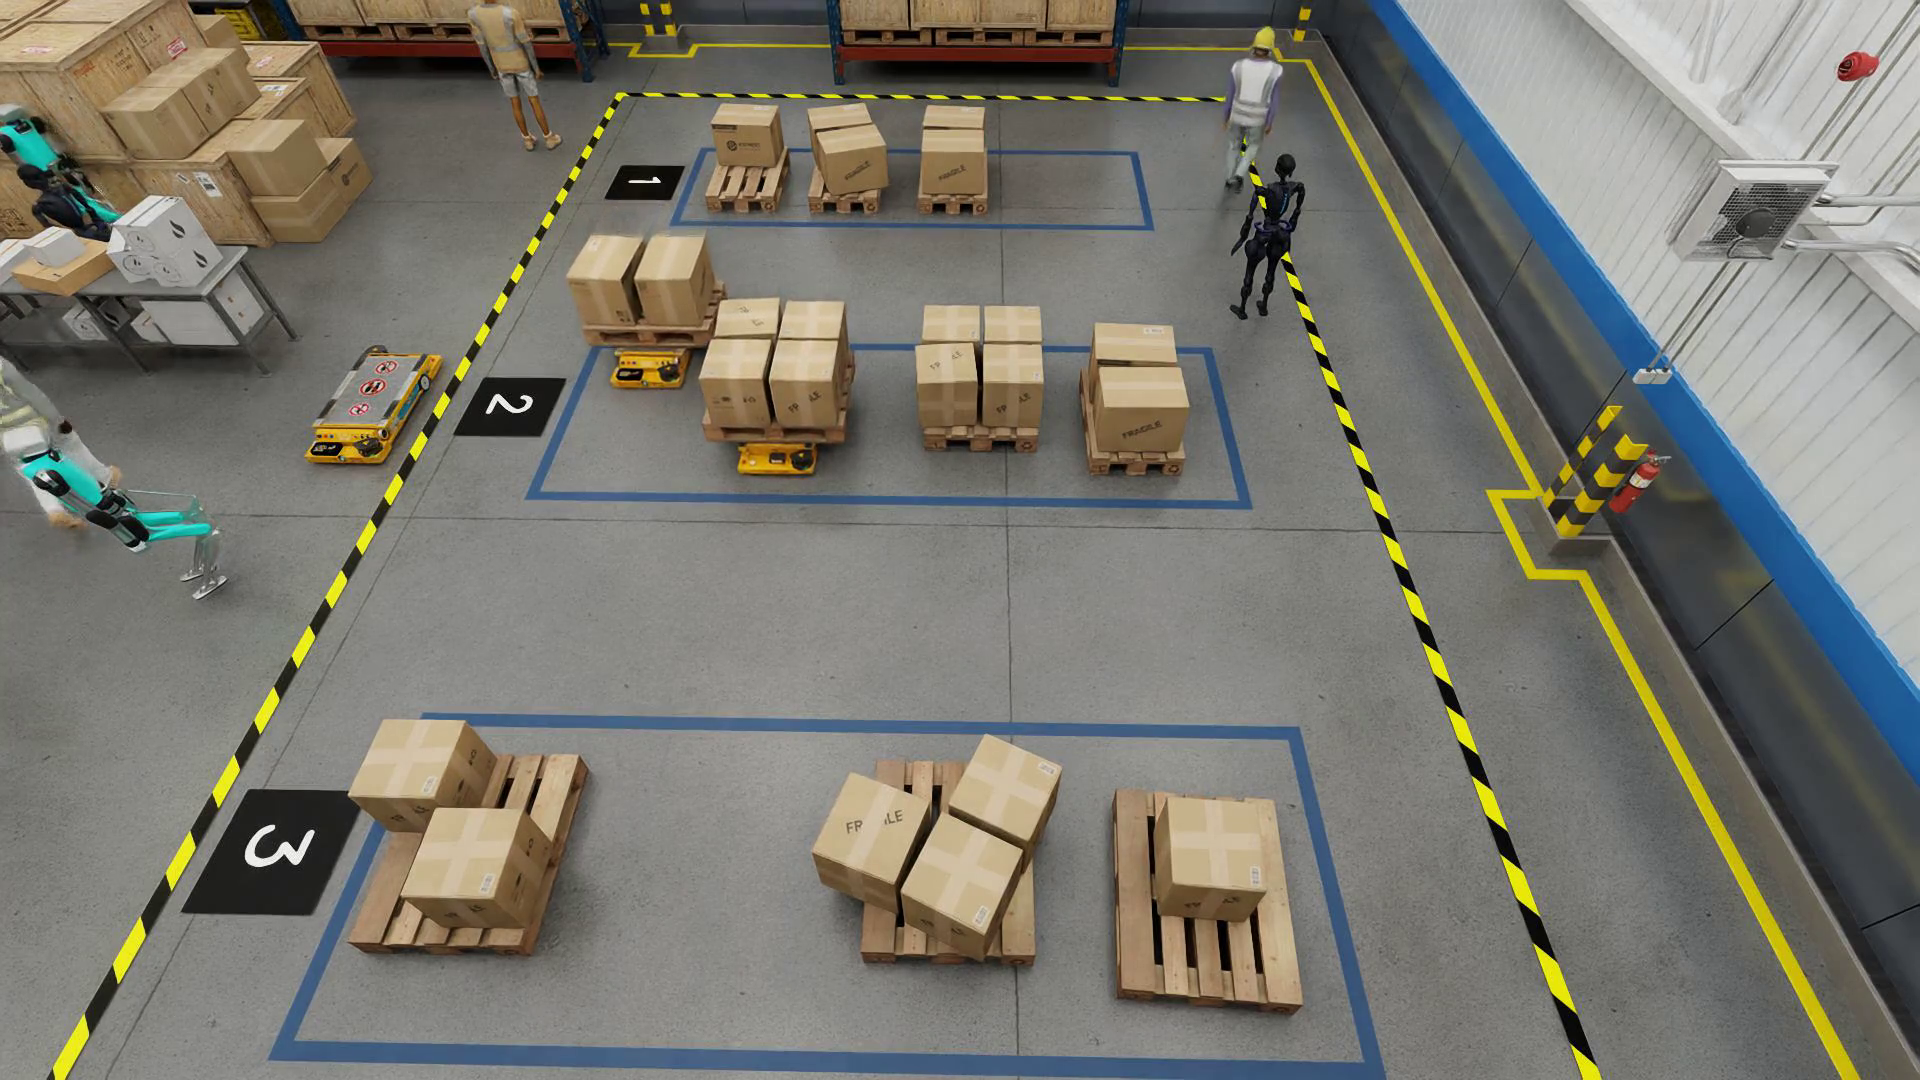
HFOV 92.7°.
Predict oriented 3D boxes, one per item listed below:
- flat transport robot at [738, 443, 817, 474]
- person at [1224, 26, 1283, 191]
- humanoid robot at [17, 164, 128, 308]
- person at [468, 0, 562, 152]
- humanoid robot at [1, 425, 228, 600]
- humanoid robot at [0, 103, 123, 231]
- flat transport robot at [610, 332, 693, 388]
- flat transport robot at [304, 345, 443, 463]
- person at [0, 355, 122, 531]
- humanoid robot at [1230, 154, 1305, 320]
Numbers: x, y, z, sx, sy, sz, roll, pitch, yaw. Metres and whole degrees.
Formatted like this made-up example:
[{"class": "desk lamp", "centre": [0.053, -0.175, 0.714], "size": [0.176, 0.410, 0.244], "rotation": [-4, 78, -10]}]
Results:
[{"class": "flat transport robot", "centre": [-1.584, -1.169, 8.338], "size": [0.652, 0.197, 1.431], "rotation": [1, 50, 1]}, {"class": "person", "centre": [3.299, -4.862, 10.458], "size": [0.598, 1.820, 0.430], "rotation": [23, 54, 18]}, {"class": "humanoid robot", "centre": [-8.340, -2.843, 8.881], "size": [0.766, 1.631, 0.590], "rotation": [1, 50, 1]}, {"class": "person", "centre": [-5.399, -5.753, 11.079], "size": [0.612, 2.034, 0.393], "rotation": [-2, 50, -2]}, {"class": "humanoid robot", "centre": [-5.794, -0.248, 6.525], "size": [0.735, 1.680, 0.533], "rotation": [-36, 58, -26]}, {"class": "humanoid robot", "centre": [-8.995, -3.582, 9.460], "size": [1.042, 1.757, 0.557], "rotation": [1, 50, 1]}, {"class": "flat transport robot", "centre": [-2.964, -2.048, 9.082], "size": [0.652, 0.197, 1.431], "rotation": [1, 50, 1]}, {"class": "flat transport robot", "centre": [-5.383, -1.269, 8.441], "size": [0.659, 0.231, 1.431], "rotation": [1, 50, 1]}, {"class": "person", "centre": [-7.313, -0.876, 7.094], "size": [0.634, 1.818, 0.787], "rotation": [-19, 52, -15]}, {"class": "humanoid robot", "centre": [2.978, -2.929, 8.911], "size": [0.599, 1.659, 0.315], "rotation": [-7, 50, -6]}]
